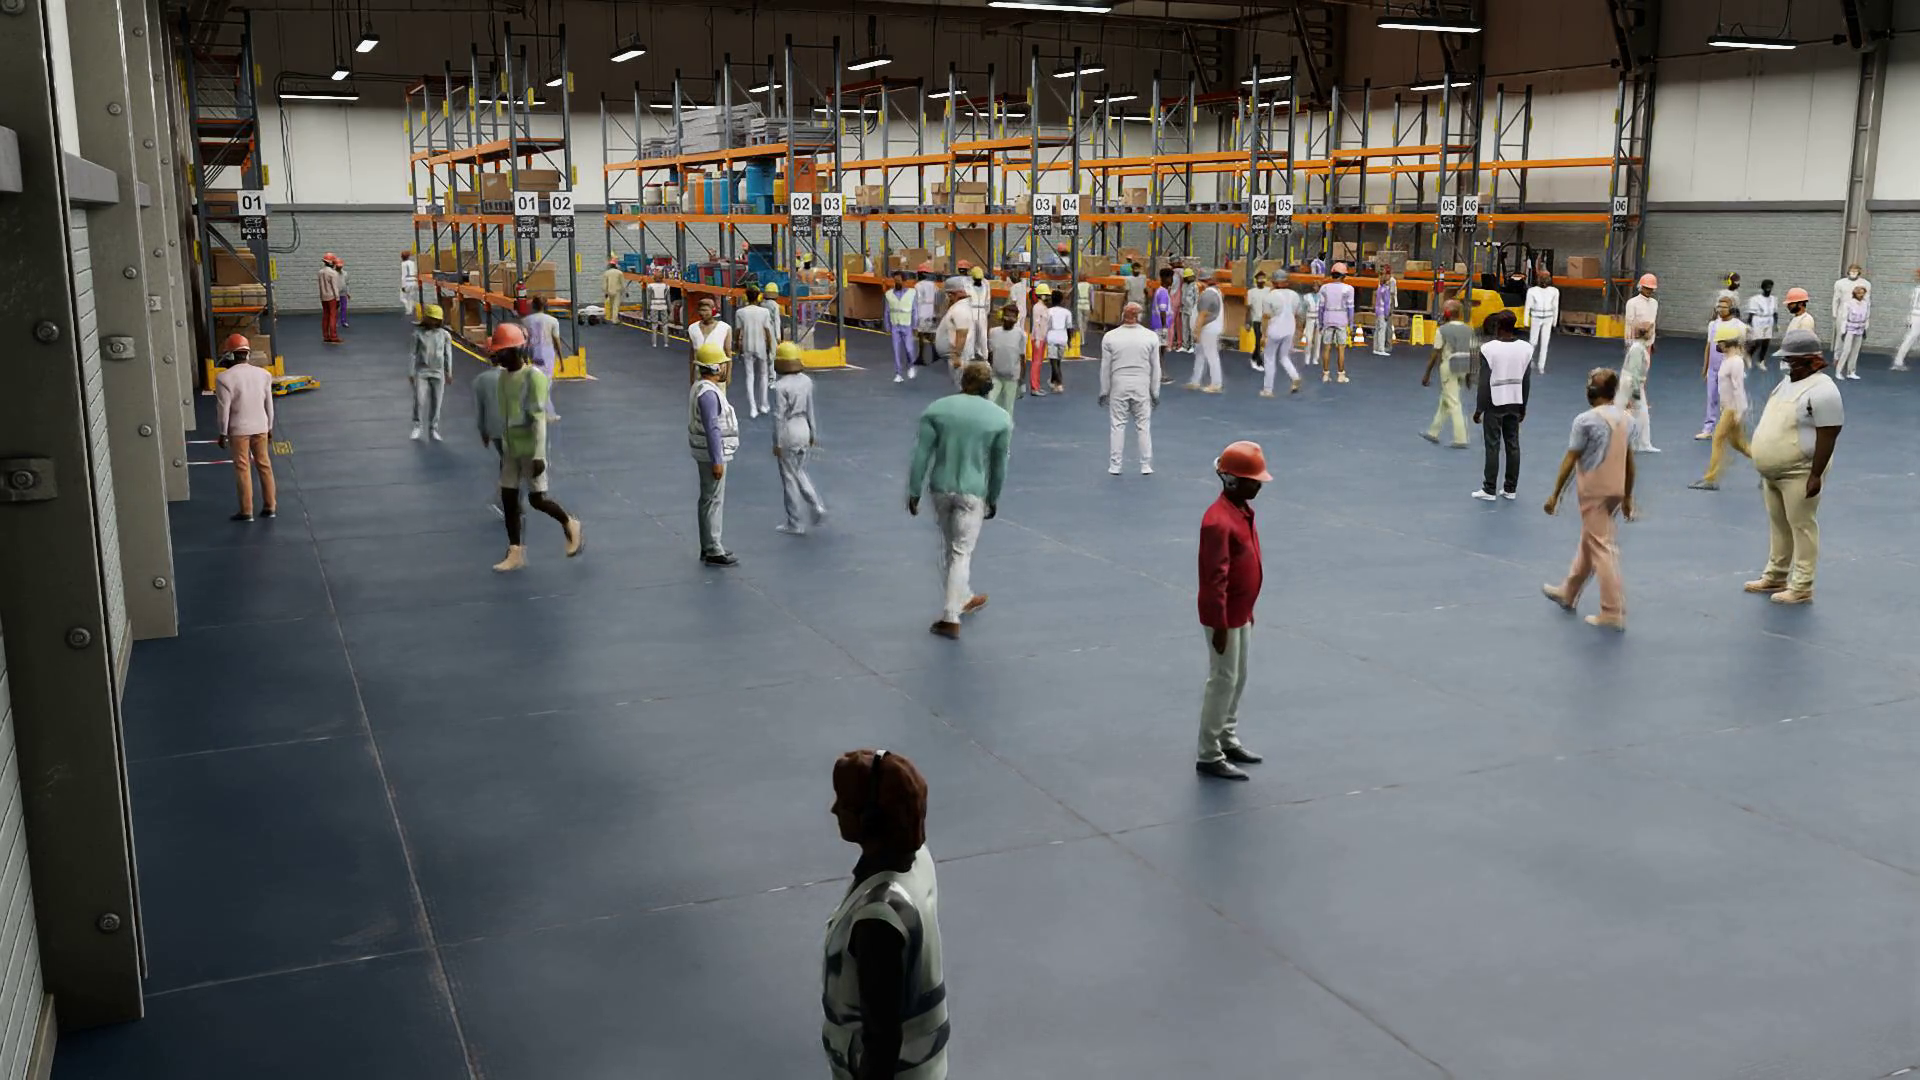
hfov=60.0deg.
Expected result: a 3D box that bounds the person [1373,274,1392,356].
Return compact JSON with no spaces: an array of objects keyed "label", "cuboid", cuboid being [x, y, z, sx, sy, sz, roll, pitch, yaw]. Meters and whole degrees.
[{"label":"person","cuboid":[8.576,-4.565,33.760,0.315,1.636,0.514,-1,11,-5]}]

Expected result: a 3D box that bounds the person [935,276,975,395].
[{"label":"person","cuboid":[-0.073,-2.543,22.456,0.536,2.000,0.689,0,11,2]}]

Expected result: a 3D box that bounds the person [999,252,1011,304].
[{"label":"person","cuboid":[1.452,-7.730,49.584,0.558,1.732,0.565,-6,13,-27]}]

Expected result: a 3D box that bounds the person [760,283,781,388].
[{"label":"person","cuboid":[-3.103,-3.372,27.448,0.323,1.737,0.486,-10,15,-42]}]

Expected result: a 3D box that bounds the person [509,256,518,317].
[{"label":"person","cuboid":[-12.292,-7.039,46.002,0.314,1.769,0.524,-5,12,-23]}]

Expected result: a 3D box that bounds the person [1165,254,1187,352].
[{"label":"person","cuboid":[4.459,-4.956,34.719,0.686,2.000,0.535,-9,14,-37]}]

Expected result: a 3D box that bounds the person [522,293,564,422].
[{"label":"person","cuboid":[-5.673,-2.449,22.603,0.521,1.804,0.944,2,11,12]}]

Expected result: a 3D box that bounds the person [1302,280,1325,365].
[{"label":"person","cuboid":[6.731,-4.102,31.491,0.514,1.606,0.753,2,11,11]}]

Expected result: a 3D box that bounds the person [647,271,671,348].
[{"label":"person","cuboid":[-6.449,-4.933,35.655,0.509,1.629,0.314,-3,12,-17]}]

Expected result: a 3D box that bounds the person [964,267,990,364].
[{"label":"person","cuboid":[0.283,-4.165,31.117,0.589,1.880,0.916,-4,12,-19]}]

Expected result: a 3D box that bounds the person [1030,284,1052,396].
[{"label":"person","cuboid":[1.285,-3.163,26.303,0.330,1.769,0.526,4,12,17]}]

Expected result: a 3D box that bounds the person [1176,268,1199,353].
[{"label":"person","cuboid":[4.722,-4.747,34.423,0.314,1.741,0.483,-8,14,-36]}]

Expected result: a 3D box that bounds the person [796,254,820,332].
[{"label":"person","cuboid":[-3.657,-5.928,40.065,0.612,1.873,0.980,1,11,6]}]

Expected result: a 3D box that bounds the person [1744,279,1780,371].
[{"label":"person","cuboid":[14.685,-3.931,30.420,0.550,1.679,0.365,-2,11,-12]}]

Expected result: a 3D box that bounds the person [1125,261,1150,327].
[{"label":"person","cuboid":[3.823,-5.084,35.871,0.571,1.839,0.504,-2,11,-11]}]

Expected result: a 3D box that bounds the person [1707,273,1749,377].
[{"label":"person","cuboid":[13.418,-3.695,28.824,0.560,1.833,0.886,-8,14,-36]}]

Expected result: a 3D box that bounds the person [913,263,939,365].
[{"label":"person","cuboid":[-0.654,-4.269,31.532,0.536,1.921,0.631,10,15,41]}]

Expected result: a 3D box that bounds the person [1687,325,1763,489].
[{"label":"person","cuboid":[8.106,-1.368,17.298,0.819,1.724,0.561,3,11,14]}]

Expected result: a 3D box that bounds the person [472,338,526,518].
[{"label":"person","cuboid":[-4.263,-1.038,15.650,0.620,1.711,0.581,3,11,14]}]

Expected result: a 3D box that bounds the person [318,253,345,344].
[{"label":"person","cuboid":[-13.899,-5.326,36.744,0.622,1.989,0.406,8,13,34]}]

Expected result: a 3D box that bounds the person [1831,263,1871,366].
[{"label":"person","cuboid":[16.864,-4.270,31.532,0.624,1.930,0.378,7,13,33]}]

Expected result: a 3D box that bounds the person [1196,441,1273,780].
[{"label":"person","cuboid":[1.404,0.354,8.501,0.354,1.737,0.577,5,12,24]}]

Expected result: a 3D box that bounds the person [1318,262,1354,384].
[{"label":"person","cuboid":[6.386,-3.677,28.217,0.611,2.040,0.392,7,13,31]}]

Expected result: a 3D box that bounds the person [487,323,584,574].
[{"label":"person","cuboid":[-3.467,-0.758,13.455,0.603,2.017,0.779,8,13,34]}]

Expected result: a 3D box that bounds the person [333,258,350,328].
[{"label":"person","cuboid":[-15.565,-6.197,41.757,0.342,1.749,0.570,8,14,36]}]

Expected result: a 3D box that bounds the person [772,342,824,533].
[{"label":"person","cuboid":[-1.501,-0.915,14.935,0.402,1.729,0.495,8,14,34]}]

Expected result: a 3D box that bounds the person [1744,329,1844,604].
[{"label":"person","cuboid":[6.151,-0.554,12.344,0.535,2.000,0.686,0,11,-2]}]

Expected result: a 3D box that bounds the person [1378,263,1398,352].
[{"label":"person","cuboid":[8.868,-4.822,34.571,0.389,1.837,0.560,-3,11,-13]}]

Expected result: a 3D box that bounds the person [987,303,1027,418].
[{"label":"person","cuboid":[0.534,-1.871,19.568,0.552,1.835,0.420,4,12,18]}]

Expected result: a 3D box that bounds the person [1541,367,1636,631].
[{"label":"person","cuboid":[4.410,-0.311,11.727,0.538,1.802,0.932,-6,13,-28]}]

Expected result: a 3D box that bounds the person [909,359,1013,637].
[{"label":"person","cuboid":[0.018,-0.304,11.539,0.657,1.876,0.861,4,12,17]}]

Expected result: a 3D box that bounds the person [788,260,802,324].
[{"label":"person","cuboid":[-4.141,-6.332,42.589,0.524,1.699,0.922,-2,11,-9]}]

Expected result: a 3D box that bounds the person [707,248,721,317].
[{"label":"person","cuboid":[-6.884,-7.155,46.222,0.409,1.913,0.651,-10,15,-42]}]

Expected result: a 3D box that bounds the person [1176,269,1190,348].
[{"label":"person","cuboid":[4.757,-4.934,35.507,0.320,1.687,0.537,-2,11,-10]}]

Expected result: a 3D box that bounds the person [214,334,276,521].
[{"label":"person","cuboid":[-6.725,-1.056,15.628,0.342,1.751,0.564,8,14,35]}]
